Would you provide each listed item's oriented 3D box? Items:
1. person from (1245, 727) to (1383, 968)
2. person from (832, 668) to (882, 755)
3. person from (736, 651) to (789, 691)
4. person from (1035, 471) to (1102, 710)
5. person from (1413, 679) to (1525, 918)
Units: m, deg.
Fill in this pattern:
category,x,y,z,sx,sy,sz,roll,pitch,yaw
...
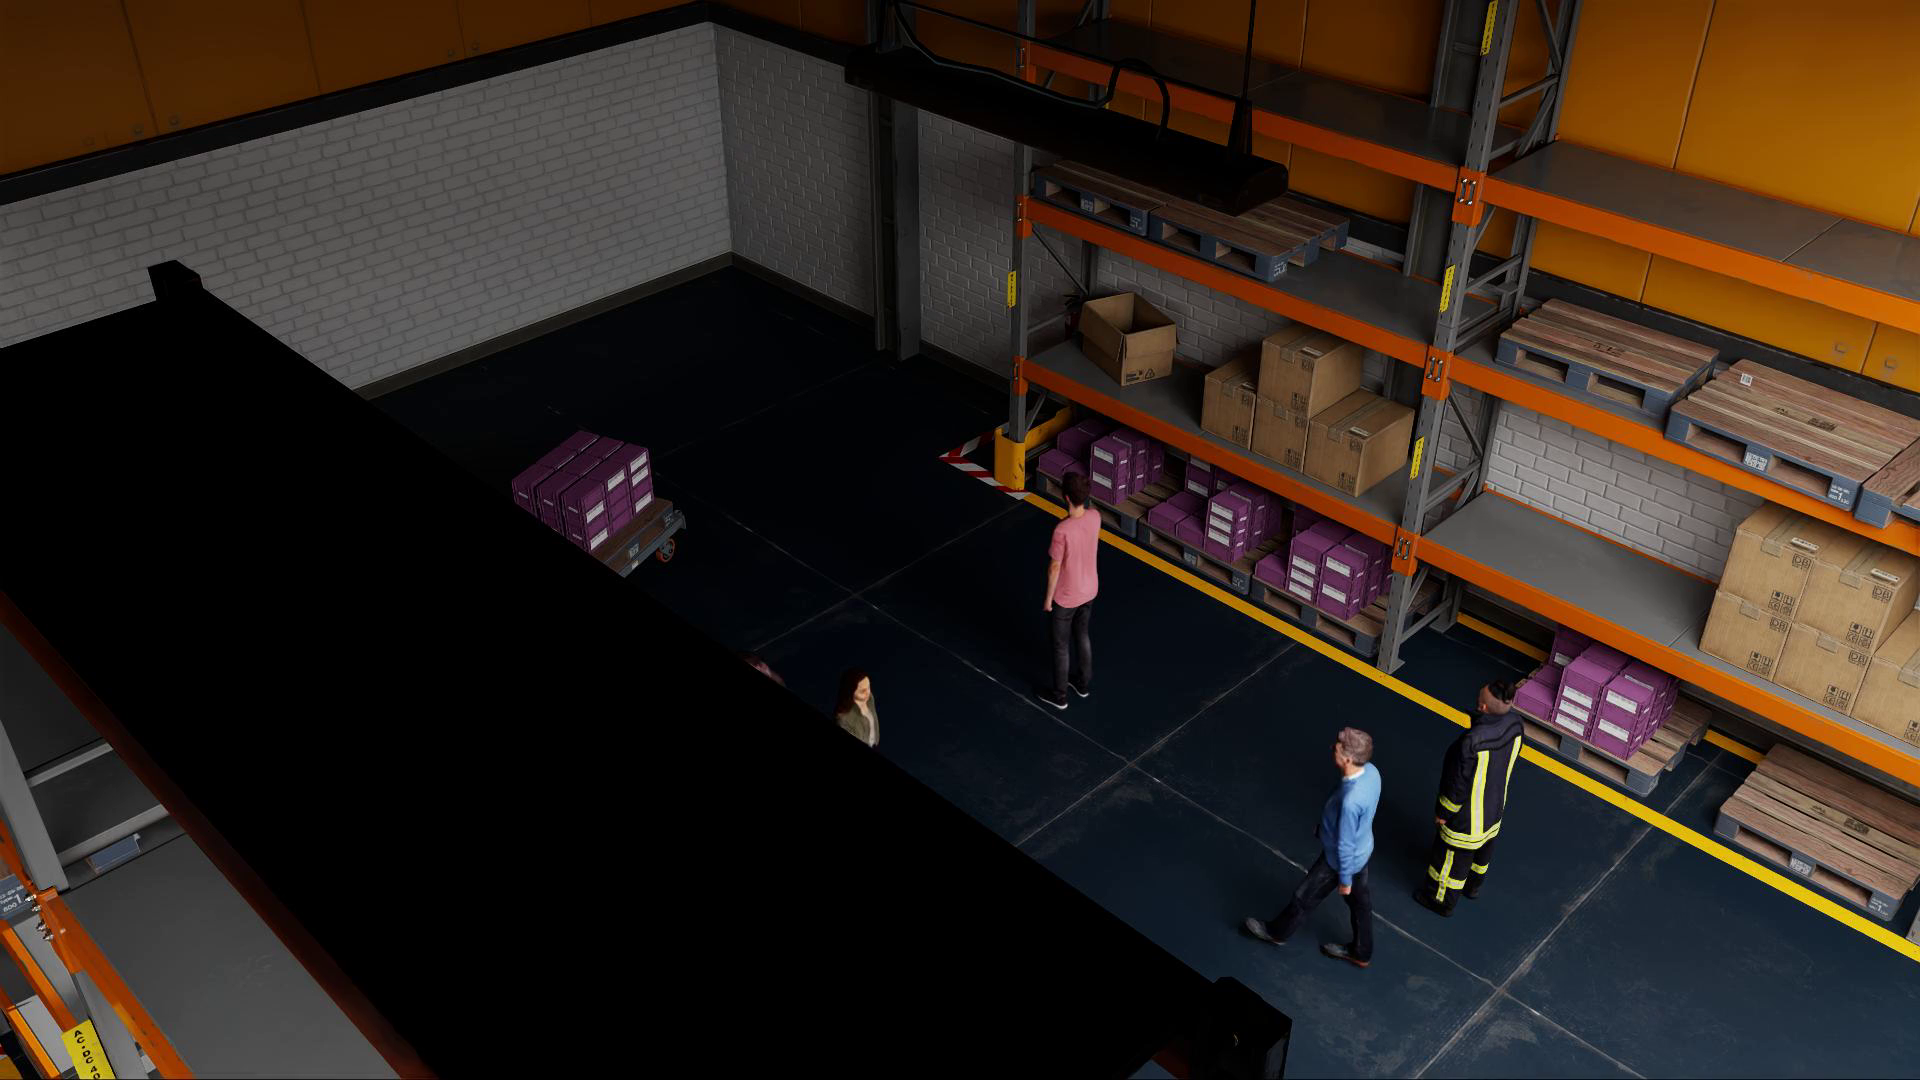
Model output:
category,x,y,z,sx,sy,sz,roll,pitch,yaw
person,2.433,1.916,10.106,1.116,1.781,0.865,16,37,22
person,-0.752,1.437,11.136,1.047,1.439,0.757,18,38,25
person,-1.420,1.399,10.874,1.164,1.792,0.827,23,40,31
person,0.838,0.378,12.260,0.621,1.958,0.550,-28,43,-35
person,3.242,1.604,10.504,0.799,1.860,0.751,-21,39,-28
